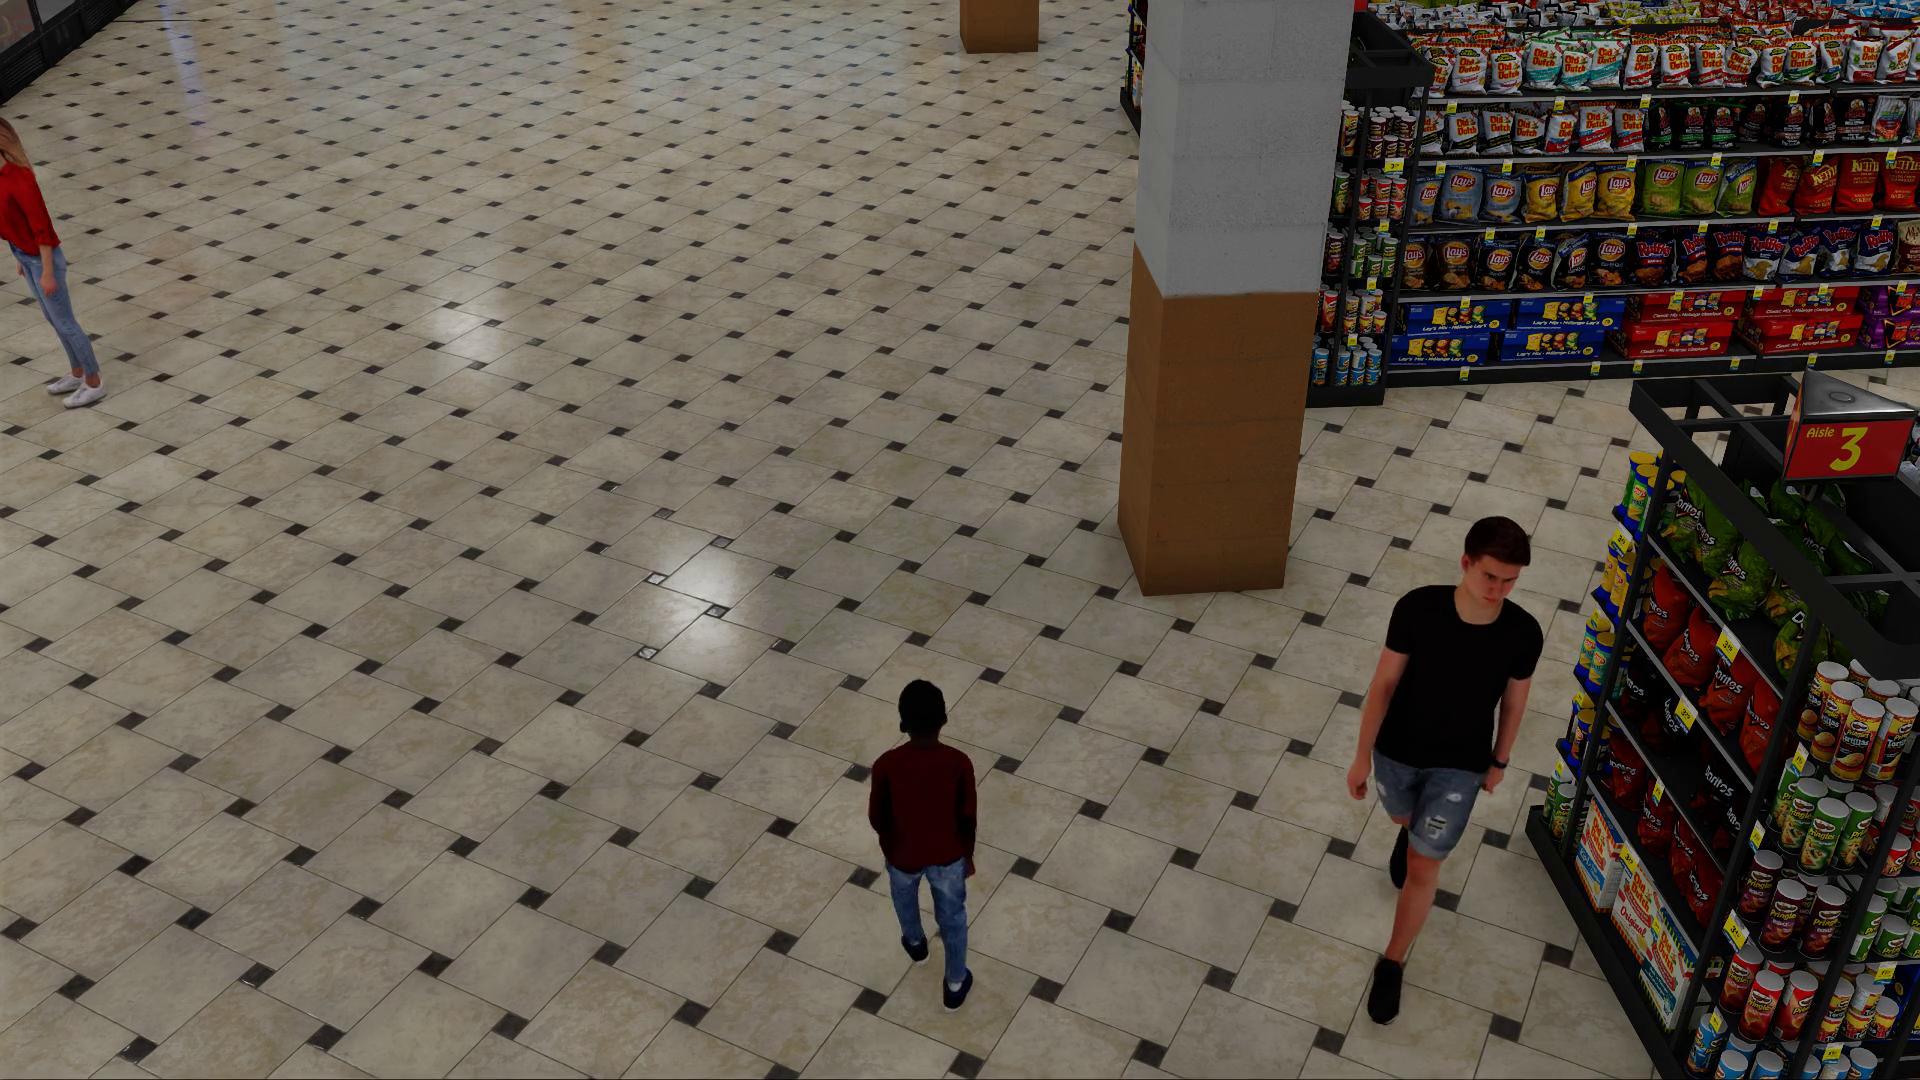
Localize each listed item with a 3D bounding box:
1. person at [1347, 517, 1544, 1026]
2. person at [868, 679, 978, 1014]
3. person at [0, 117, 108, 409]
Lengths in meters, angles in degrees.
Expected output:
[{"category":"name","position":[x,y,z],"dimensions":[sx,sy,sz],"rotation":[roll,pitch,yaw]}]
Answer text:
[{"category":"person","position":[1.625,0.667,5.688],"dimensions":[1.268,1.812,1.134],"rotation":[14,35,22]},{"category":"person","position":[-0.124,1.068,5.596],"dimensions":[0.553,1.229,0.567],"rotation":[1,32,2]},{"category":"person","position":[-5.196,-1.571,9.389],"dimensions":[0.719,1.703,0.686],"rotation":[-27,41,-36]}]
